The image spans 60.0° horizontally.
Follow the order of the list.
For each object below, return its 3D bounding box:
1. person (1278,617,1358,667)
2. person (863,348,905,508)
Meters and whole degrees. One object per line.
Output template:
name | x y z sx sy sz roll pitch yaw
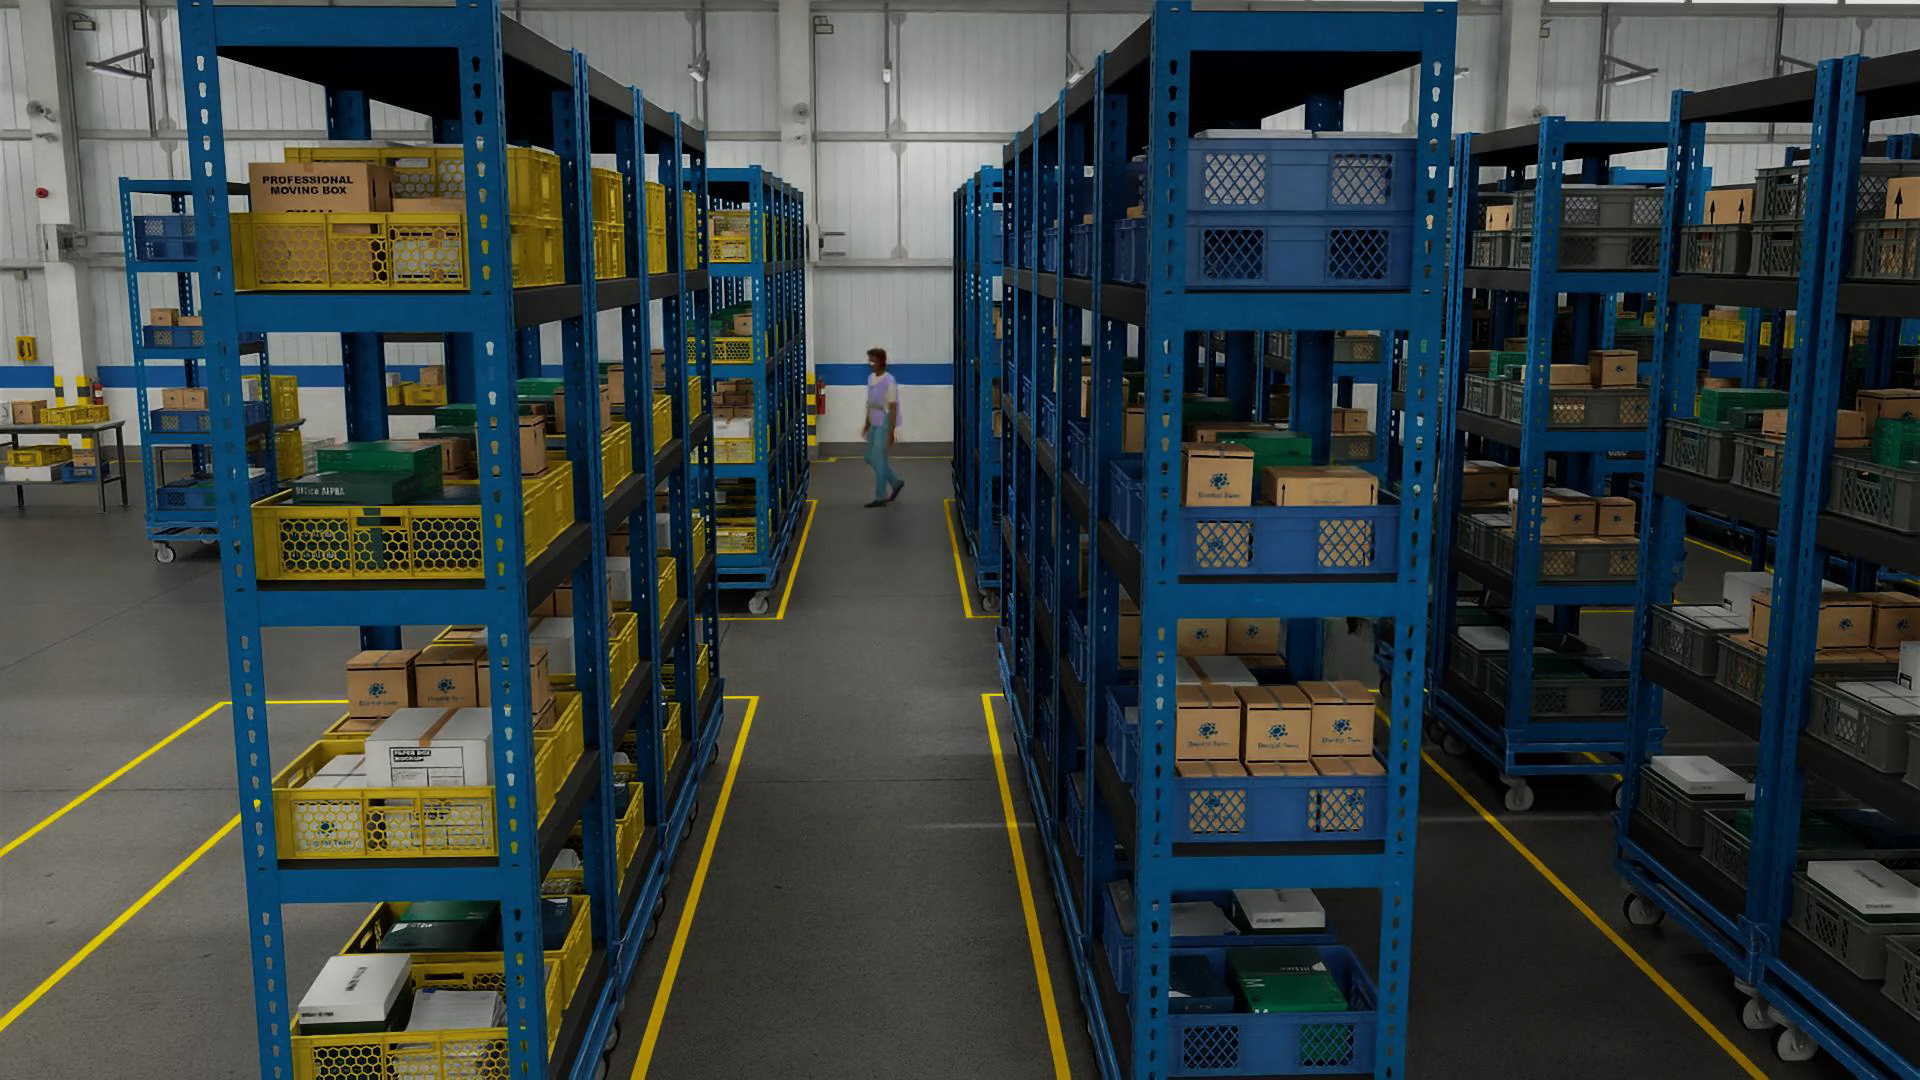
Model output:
person | 2.002 0.349 9.881 0.618 1.793 0.862 -3 10 -17
person | -0.886 -1.303 19.199 0.553 1.827 0.602 -5 11 -26
